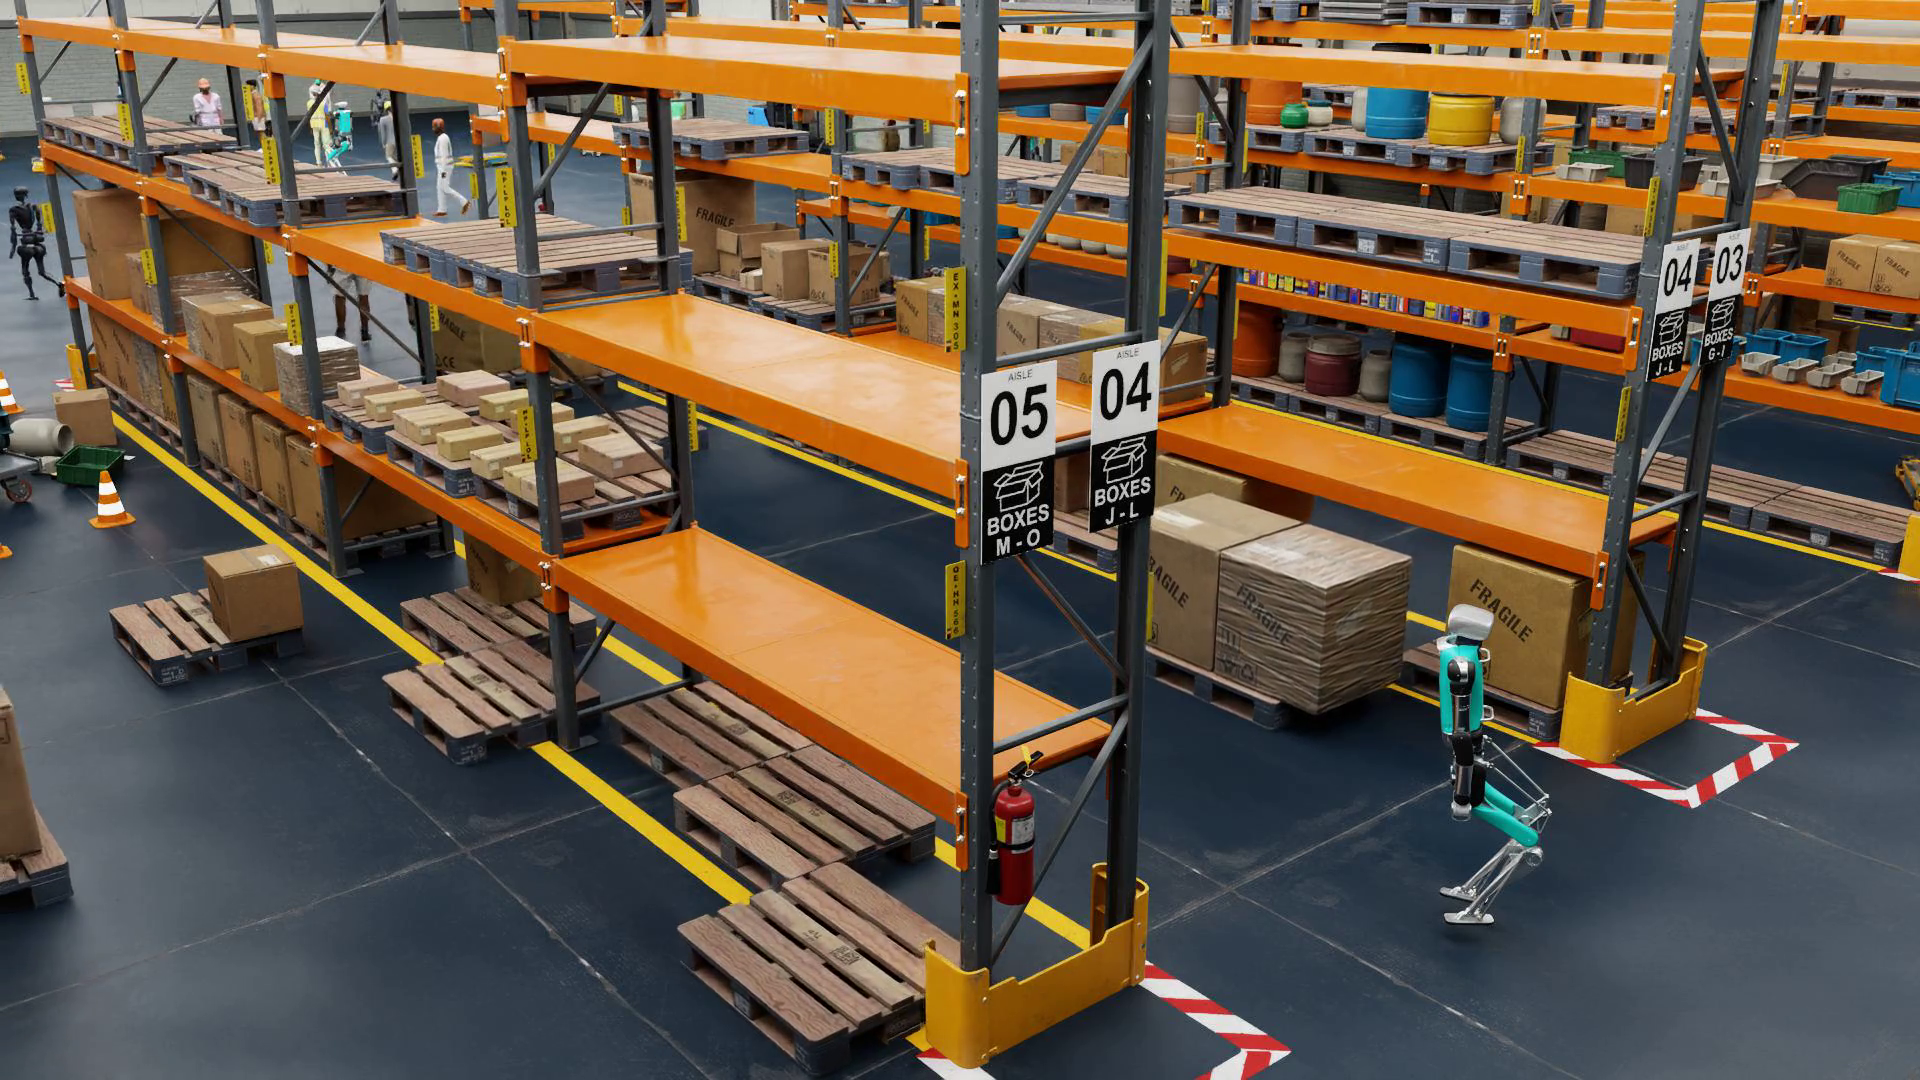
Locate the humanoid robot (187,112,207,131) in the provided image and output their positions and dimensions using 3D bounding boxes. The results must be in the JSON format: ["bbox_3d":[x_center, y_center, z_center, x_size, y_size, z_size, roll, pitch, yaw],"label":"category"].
[{"bbox_3d":[-16.293,-8.339,35.617,0.609,1.620,0.791,7,21,19],"label":"humanoid robot"}]

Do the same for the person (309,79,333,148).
[{"bbox_3d":[-16.631,-11.168,43.260,0.495,1.901,0.449,-3,20,-9],"label":"person"}]

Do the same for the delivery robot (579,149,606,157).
[{"bbox_3d":[-9.169,-9.895,41.688,0.499,0.610,0.788,7,21,20],"label":"delivery robot"}]

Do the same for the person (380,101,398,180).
[{"bbox_3d":[-12.505,-8.798,36.736,0.556,1.742,0.410,-11,22,-29],"label":"person"}]

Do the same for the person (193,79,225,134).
[{"bbox_3d":[-17.798,-9.917,39.523,0.649,2.024,0.404,-14,24,-35],"label":"person"}]

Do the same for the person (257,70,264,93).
[{"bbox_3d":[-19.878,-12.708,47.678,0.390,1.877,0.506,9,21,24],"label":"person"}]

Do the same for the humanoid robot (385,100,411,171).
[{"bbox_3d":[-13.037,-9.434,38.722,0.611,1.629,0.751,-1,19,-2],"label":"humanoid robot"}]

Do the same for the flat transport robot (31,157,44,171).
[{"bbox_3d":[-21.443,-8.841,39.097,0.659,0.231,1.431,-10,22,-26],"label":"flat transport robot"}]

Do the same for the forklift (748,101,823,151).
[{"bbox_3d":[-4.526,-11.368,42.374,1.129,2.768,1.873,-15,24,-37],"label":"forklift"}]

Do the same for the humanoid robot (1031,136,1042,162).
[{"bbox_3d":[1.613,-7.502,33.071,0.678,1.797,0.534,-7,21,-20],"label":"humanoid robot"}]

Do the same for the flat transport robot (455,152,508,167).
[{"bbox_3d":[-11.338,-9.105,39.850,0.659,0.231,1.431,11,22,28],"label":"flat transport robot"}]

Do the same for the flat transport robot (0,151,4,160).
[{"bbox_3d":[-24.092,-9.283,40.357,1.431,0.231,0.659,-6,20,-15],"label":"flat transport robot"}]

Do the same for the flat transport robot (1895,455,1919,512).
[{"bbox_3d":[9.078,-0.472,15.280,0.659,0.231,1.431,7,21,19],"label":"flat transport robot"}]

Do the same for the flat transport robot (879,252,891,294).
[{"bbox_3d":[-1.619,-3.286,23.288,1.431,0.231,0.659,7,21,20],"label":"flat transport robot"}]

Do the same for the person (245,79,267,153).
[{"bbox_3d":[-17.695,-10.679,41.937,0.394,1.852,0.801,-11,22,-29],"label":"person"}]

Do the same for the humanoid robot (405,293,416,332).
[{"bbox_3d":[-6.188,-2.612,19.221,0.547,1.741,1.059,-14,24,-34],"label":"humanoid robot"}]

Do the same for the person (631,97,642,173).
[{"bbox_3d":[-7.387,-9.114,37.422,0.352,1.898,0.562,-13,23,-33],"label":"person"}]

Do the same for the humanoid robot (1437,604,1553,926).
[{"bbox_3d":[2.690,1.142,8.270,0.735,1.677,0.533,5,20,14],"label":"humanoid robot"}]

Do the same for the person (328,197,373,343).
[{"bbox_3d":[-7.808,-3.467,21.315,0.739,1.928,0.476,-8,21,-21],"label":"person"}]

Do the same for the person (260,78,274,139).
[{"bbox_3d":[-18.596,-11.572,44.748,0.617,1.676,0.324,17,25,39],"label":"person"}]

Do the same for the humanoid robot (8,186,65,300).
[{"bbox_3d":[-13.394,-4.277,24.019,0.627,1.638,0.589,5,20,15],"label":"humanoid robot"}]

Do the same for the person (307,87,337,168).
[{"bbox_3d":[-14.877,-9.559,38.696,0.543,1.890,0.384,2,19,7],"label":"person"}]

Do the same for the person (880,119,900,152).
[{"bbox_3d":[-1.454,-8.032,34.612,0.909,1.720,0.571,18,26,42],"label":"person"}]

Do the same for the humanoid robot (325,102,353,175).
[{"bbox_3d":[-13.587,-8.697,36.271,0.735,1.677,0.533,7,21,20],"label":"humanoid robot"}]

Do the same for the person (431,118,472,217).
[{"bbox_3d":[-9.798,-7.095,31.746,0.693,1.867,0.581,-7,21,-20],"label":"person"}]

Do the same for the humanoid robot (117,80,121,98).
[{"bbox_3d":[-22.627,-11.666,44.970,0.537,1.797,0.805,5,20,14],"label":"humanoid robot"}]

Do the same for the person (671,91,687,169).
[{"bbox_3d":[-6.542,-9.548,38.645,0.494,1.901,1.026,1,19,2],"label":"person"}]

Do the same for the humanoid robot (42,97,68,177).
[{"bbox_3d":[-20.549,-9.165,37.788,0.557,1.759,0.863,-5,20,-15],"label":"humanoid robot"}]

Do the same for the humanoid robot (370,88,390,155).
[{"bbox_3d":[-14.563,-10.580,41.972,0.589,1.638,0.690,-3,20,-9],"label":"humanoid robot"}]

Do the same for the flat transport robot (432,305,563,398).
[{"bbox_3d":[-5.257,-1.665,18.674,1.431,0.231,0.659,-12,22,-30],"label":"flat transport robot"}]

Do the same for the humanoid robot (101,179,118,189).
[{"bbox_3d":[-14.117,-5.601,27.792,0.724,1.624,0.609,-2,19,-6],"label":"humanoid robot"}]
